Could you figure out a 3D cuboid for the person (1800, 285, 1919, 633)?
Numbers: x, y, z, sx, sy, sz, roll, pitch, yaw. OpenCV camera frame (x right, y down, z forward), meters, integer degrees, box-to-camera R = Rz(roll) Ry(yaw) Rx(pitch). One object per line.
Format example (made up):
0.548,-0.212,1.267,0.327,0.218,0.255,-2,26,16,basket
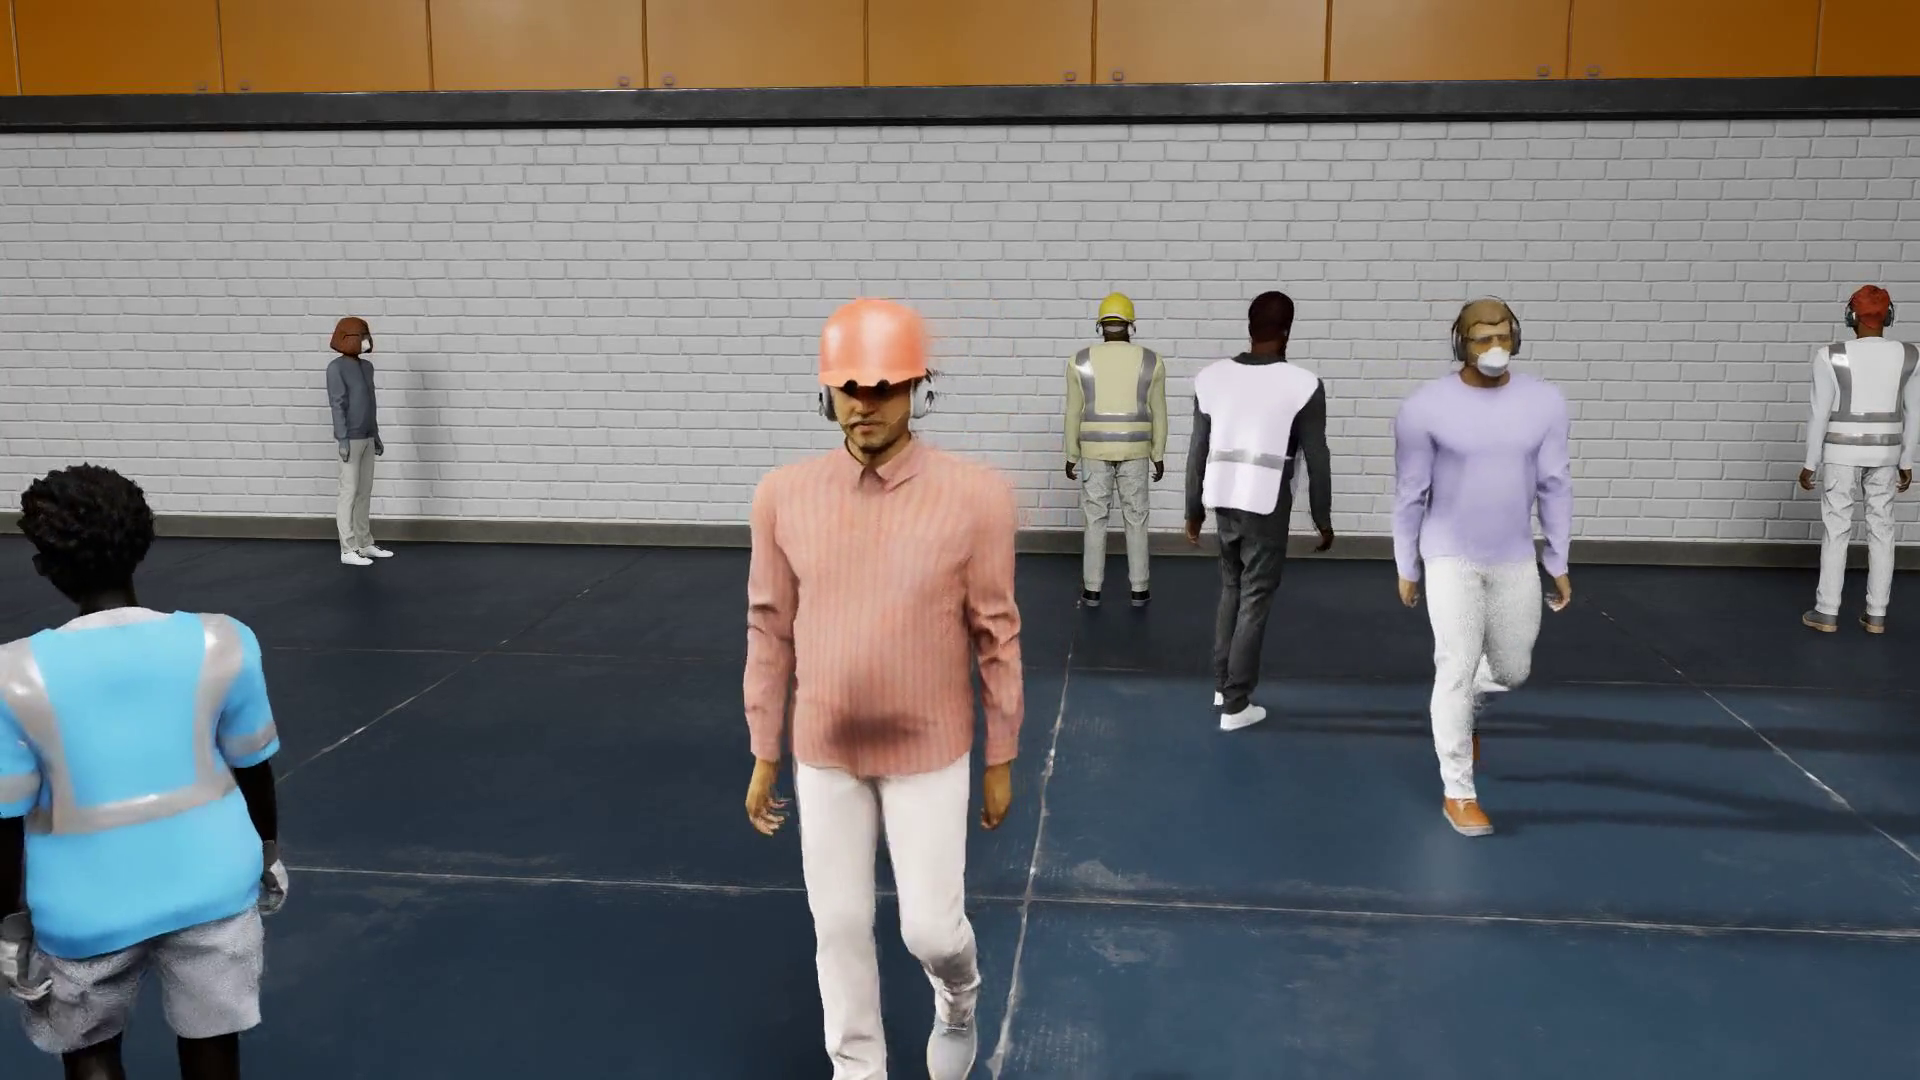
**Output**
4.875,-0.430,9.016,0.572,1.887,0.356,2,10,9,person

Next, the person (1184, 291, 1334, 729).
1.333,-0.132,7.277,0.609,1.896,0.609,8,13,37,person

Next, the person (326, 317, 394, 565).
-3.998,-0.659,11.044,0.285,1.636,0.500,1,10,7,person

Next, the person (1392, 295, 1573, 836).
1.872,0.063,6.098,0.631,1.921,0.723,0,10,-2,person

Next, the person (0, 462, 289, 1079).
-1.563,0.688,3.193,0.550,1.683,0.370,-6,12,-31,person

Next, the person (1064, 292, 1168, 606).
0.904,-0.520,9.695,0.600,1.827,0.403,1,10,3,person

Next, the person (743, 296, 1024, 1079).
-0.168,0.442,3.752,0.622,1.976,0.578,2,10,11,person
